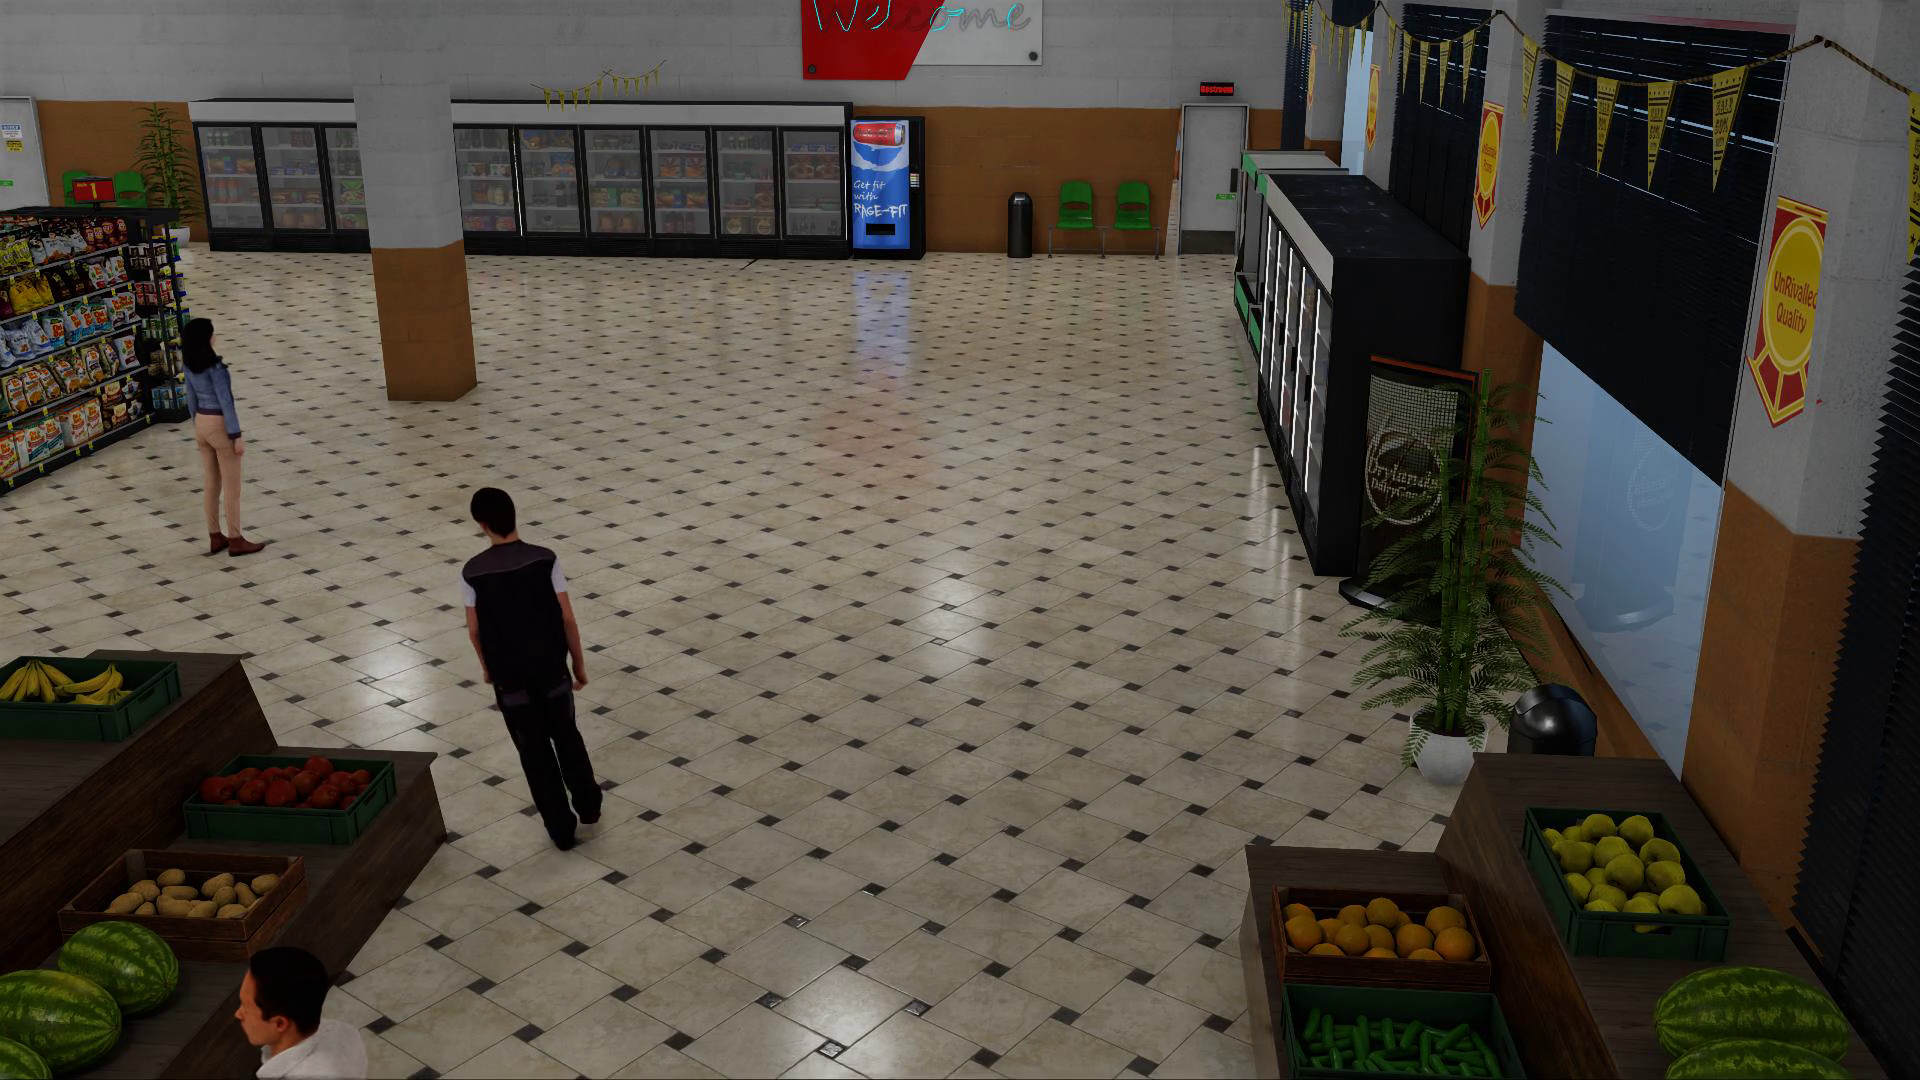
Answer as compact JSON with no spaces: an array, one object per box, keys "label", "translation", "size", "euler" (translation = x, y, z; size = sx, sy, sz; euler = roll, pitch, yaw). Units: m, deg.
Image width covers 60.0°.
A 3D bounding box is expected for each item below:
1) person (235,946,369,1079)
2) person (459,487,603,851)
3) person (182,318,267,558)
[{"label":"person","translation":[-1.674,1.871,4.409],"size":[0.795,1.812,0.635],"euler":[-6,19,-16]},{"label":"person","translation":[-2.060,0.675,7.954],"size":[0.863,1.812,0.876],"euler":[-5,19,-15]},{"label":"person","translation":[-5.492,-0.763,12.277],"size":[0.702,1.774,0.707],"euler":[11,21,29]}]
